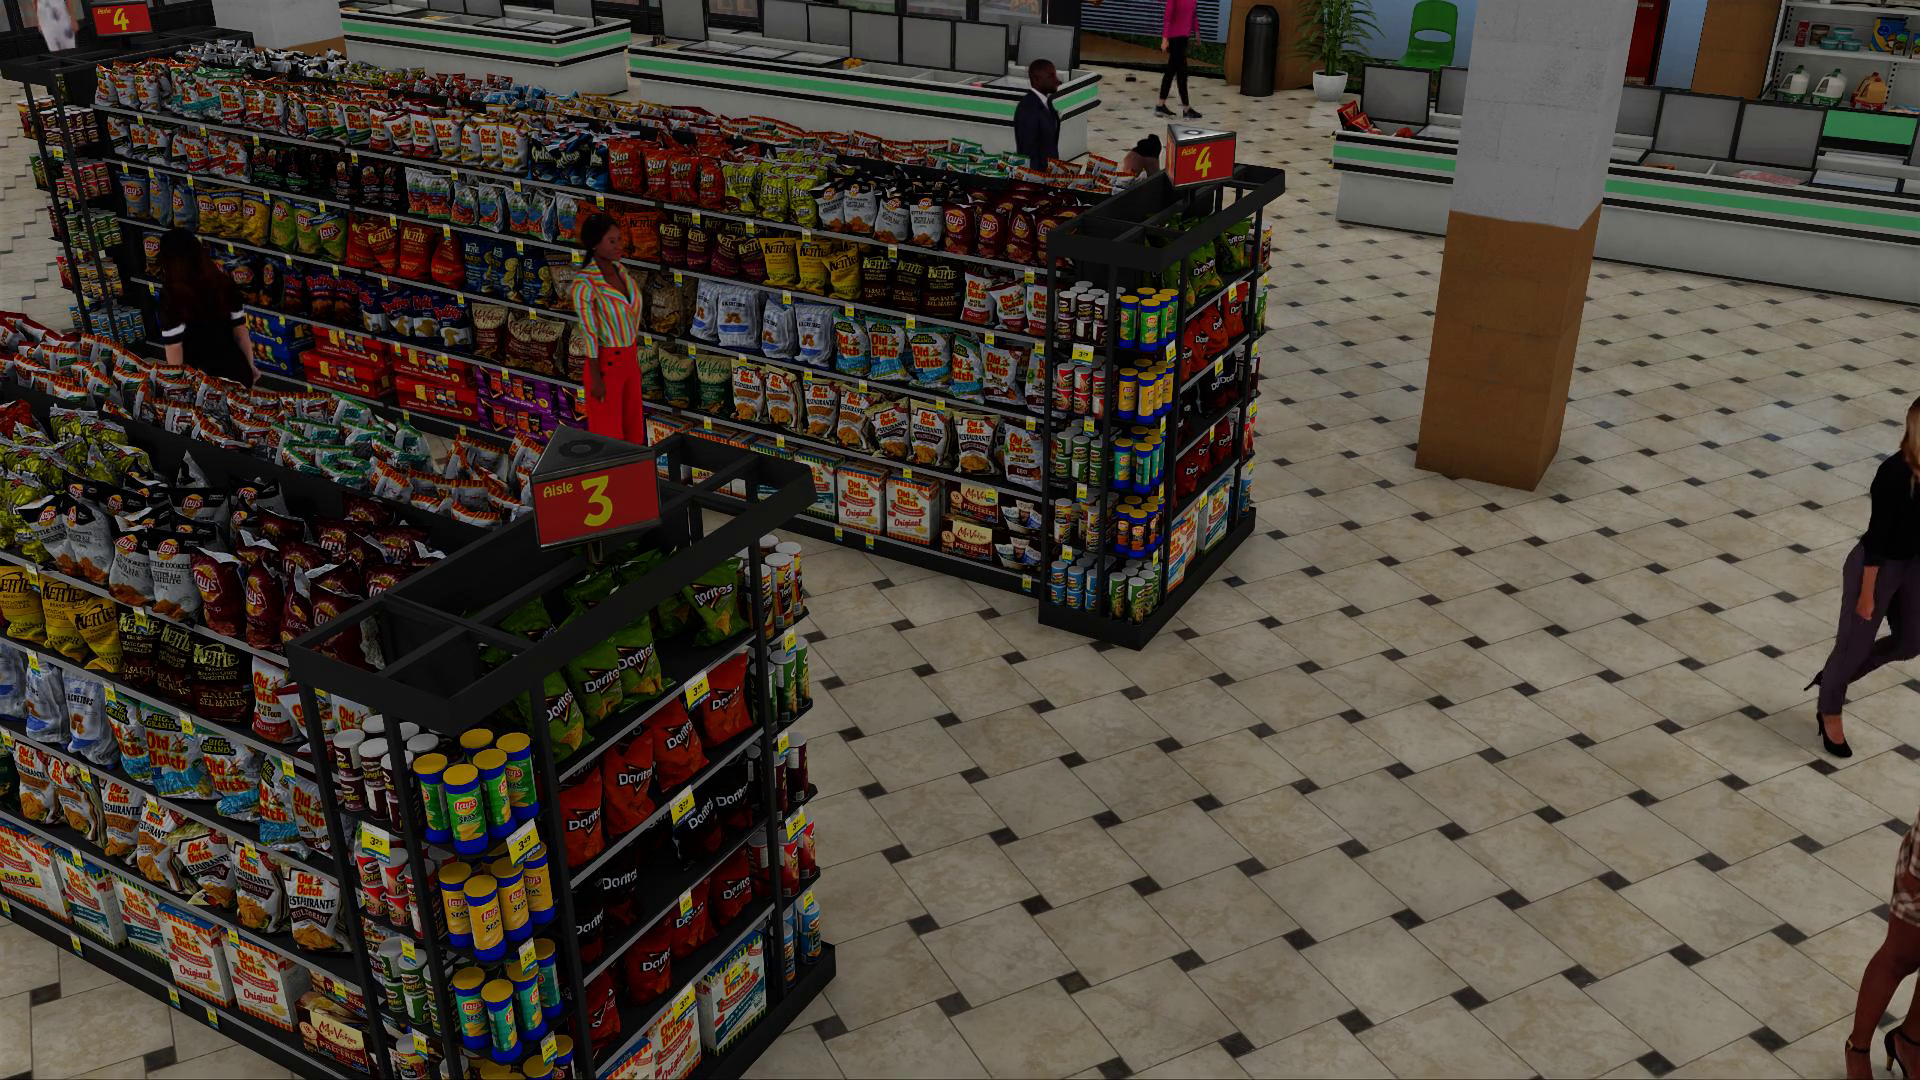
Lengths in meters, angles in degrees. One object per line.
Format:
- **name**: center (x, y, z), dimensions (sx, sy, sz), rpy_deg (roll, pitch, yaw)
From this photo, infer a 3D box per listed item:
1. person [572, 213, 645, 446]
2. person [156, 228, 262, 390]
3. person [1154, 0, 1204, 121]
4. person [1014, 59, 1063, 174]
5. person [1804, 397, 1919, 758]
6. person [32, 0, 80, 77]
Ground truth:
- **person**: center (-1.823, -0.843, 8.744), dimensions (0.568, 1.792, 0.624), rpy_deg (10, 29, 20)
- **person**: center (-3.978, -0.875, 8.990), dimensions (0.665, 1.626, 0.669), rpy_deg (22, 34, 36)
- **person**: center (2.254, -5.368, 17.793), dimensions (0.948, 1.679, 0.707), rpy_deg (21, 34, 35)
- **person**: center (0.557, -2.592, 12.157), dimensions (0.680, 1.824, 0.746), rpy_deg (7, 28, 14)
- **person**: center (3.784, 0.135, 6.959), dimensions (0.741, 1.663, 0.790), rpy_deg (-13, 30, -23)
- **person**: center (-10.101, -5.804, 18.612), dimensions (1.000, 1.714, 1.114), rpy_deg (-10, 28, -18)
